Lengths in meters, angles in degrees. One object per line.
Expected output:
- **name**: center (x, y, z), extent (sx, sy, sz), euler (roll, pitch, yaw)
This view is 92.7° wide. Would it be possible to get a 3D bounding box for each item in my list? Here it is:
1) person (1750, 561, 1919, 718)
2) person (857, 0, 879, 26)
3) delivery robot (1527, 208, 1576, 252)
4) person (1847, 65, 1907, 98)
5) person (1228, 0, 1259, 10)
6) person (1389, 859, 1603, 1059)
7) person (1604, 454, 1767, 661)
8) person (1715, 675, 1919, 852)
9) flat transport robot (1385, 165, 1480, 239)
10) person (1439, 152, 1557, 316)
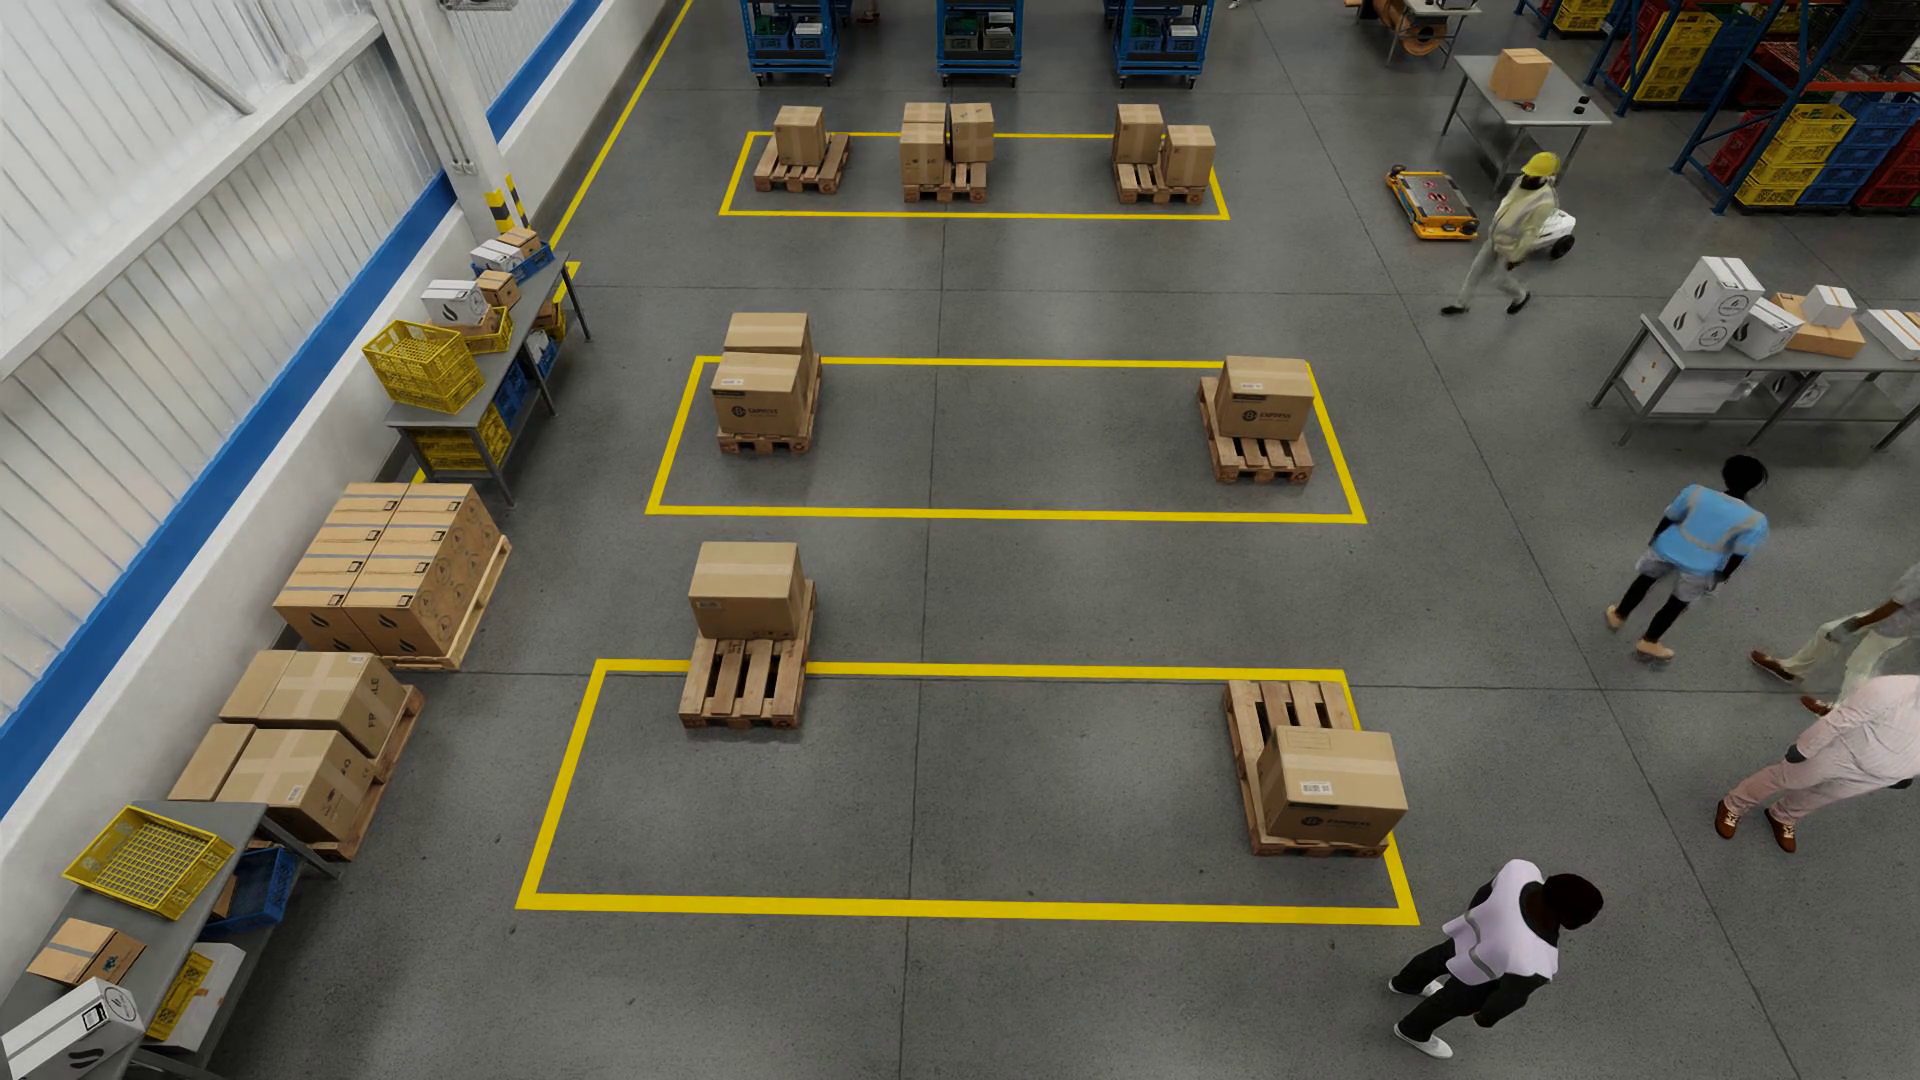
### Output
- **person**: center (6.070, 0.525, 6.042), extent (0.537, 1.822, 0.820), euler (-30, 55, -23)
- **person**: center (-1.534, -9.173, 14.341), extent (0.458, 1.980, 0.635), euler (18, 52, 15)
- **delivery robot**: center (6.523, -3.504, 10.296), extent (0.707, 0.478, 0.477), euler (-20, 52, -15)
- **person**: center (13.104, -7.092, 12.558), extent (0.627, 1.941, 0.371), euler (-4, 49, -4)
- **person**: center (4.879, -9.627, 14.975), extent (0.827, 1.602, 0.524), euler (-35, 58, -26)
- **person**: center (2.623, 2.108, 4.607), extent (0.392, 1.922, 0.592), euler (10, 50, 9)
- **person**: center (5.155, 0.148, 6.468), extent (0.398, 1.662, 0.663), euler (-27, 54, -22)
- **person**: center (5.244, 1.283, 5.332), extent (0.652, 1.904, 0.402), euler (12, 50, 10)
- **flat transport robot**: center (5.692, -4.094, 11.059), extent (0.652, 0.197, 1.431), euler (1, 49, 1)
- **person**: center (5.527, -2.982, 9.094), extent (0.774, 1.806, 0.597), euler (-4, 49, -4)
